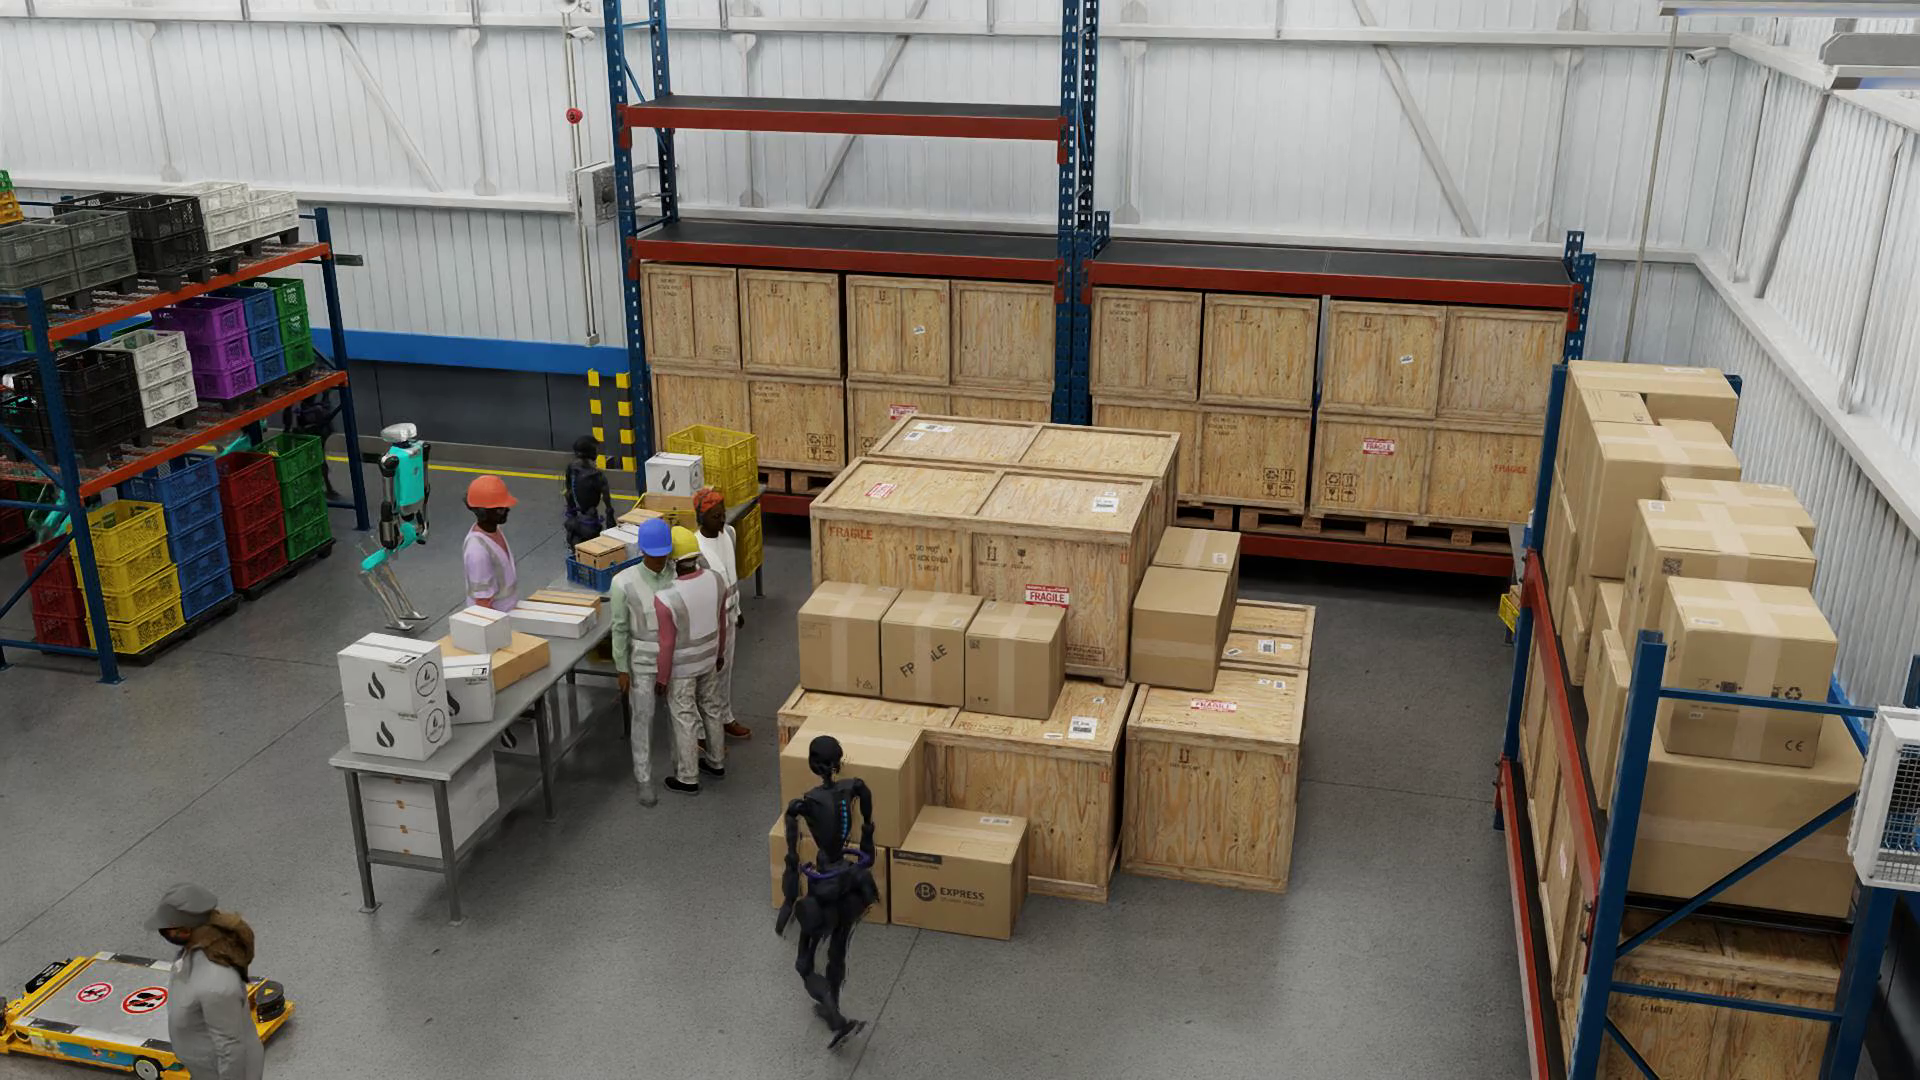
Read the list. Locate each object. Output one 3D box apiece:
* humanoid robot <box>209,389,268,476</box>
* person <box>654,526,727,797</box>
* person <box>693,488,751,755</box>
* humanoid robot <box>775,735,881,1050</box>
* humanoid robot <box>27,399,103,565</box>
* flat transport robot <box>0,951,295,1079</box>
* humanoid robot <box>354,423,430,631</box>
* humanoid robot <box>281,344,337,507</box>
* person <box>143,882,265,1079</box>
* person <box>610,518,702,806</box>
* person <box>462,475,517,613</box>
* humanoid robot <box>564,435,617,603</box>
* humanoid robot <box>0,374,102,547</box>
[{"bbox_3d":[-6.934,-1.134,15.940,0.679,1.790,0.543,-4,21,-10],"label":"humanoid robot"},{"bbox_3d":[-1.767,0.781,10.810,0.404,1.830,0.602,15,26,34],"label":"person"},{"bbox_3d":[-1.677,0.549,11.348,0.340,1.882,0.582,10,23,25],"label":"person"},{"bbox_3d":[-0.622,1.784,8.403,0.611,1.639,0.451,-16,26,-36],"label":"humanoid robot"},{"bbox_3d":[-7.510,-0.391,13.823,0.533,1.677,0.735,8,22,21],"label":"humanoid robot"},{"bbox_3d":[-4.270,2.464,8.601,1.431,0.231,0.659,5,22,13],"label":"flat transport robot"},{"bbox_3d":[-4.538,-0.122,13.166,0.728,1.694,0.532,7,22,17],"label":"humanoid robot"},{"bbox_3d":[-6.293,-1.128,16.016,0.376,1.656,0.591,10,23,24],"label":"humanoid robot"},{"bbox_3d":[-3.145,2.229,7.113,0.397,1.767,0.572,-13,24,-30],"label":"person"},{"bbox_3d":[-1.924,0.765,10.697,0.614,1.942,0.405,-13,24,-30],"label":"person"},{"bbox_3d":[-3.095,0.534,11.167,0.394,2.043,0.607,-2,21,-6],"label":"person"},{"bbox_3d":[-2.974,-0.050,13.265,0.608,1.655,0.522,15,26,34],"label":"humanoid robot"},{"bbox_3d":[-7.907,-0.699,14.624,0.533,1.681,0.735,13,25,31],"label":"humanoid robot"}]
